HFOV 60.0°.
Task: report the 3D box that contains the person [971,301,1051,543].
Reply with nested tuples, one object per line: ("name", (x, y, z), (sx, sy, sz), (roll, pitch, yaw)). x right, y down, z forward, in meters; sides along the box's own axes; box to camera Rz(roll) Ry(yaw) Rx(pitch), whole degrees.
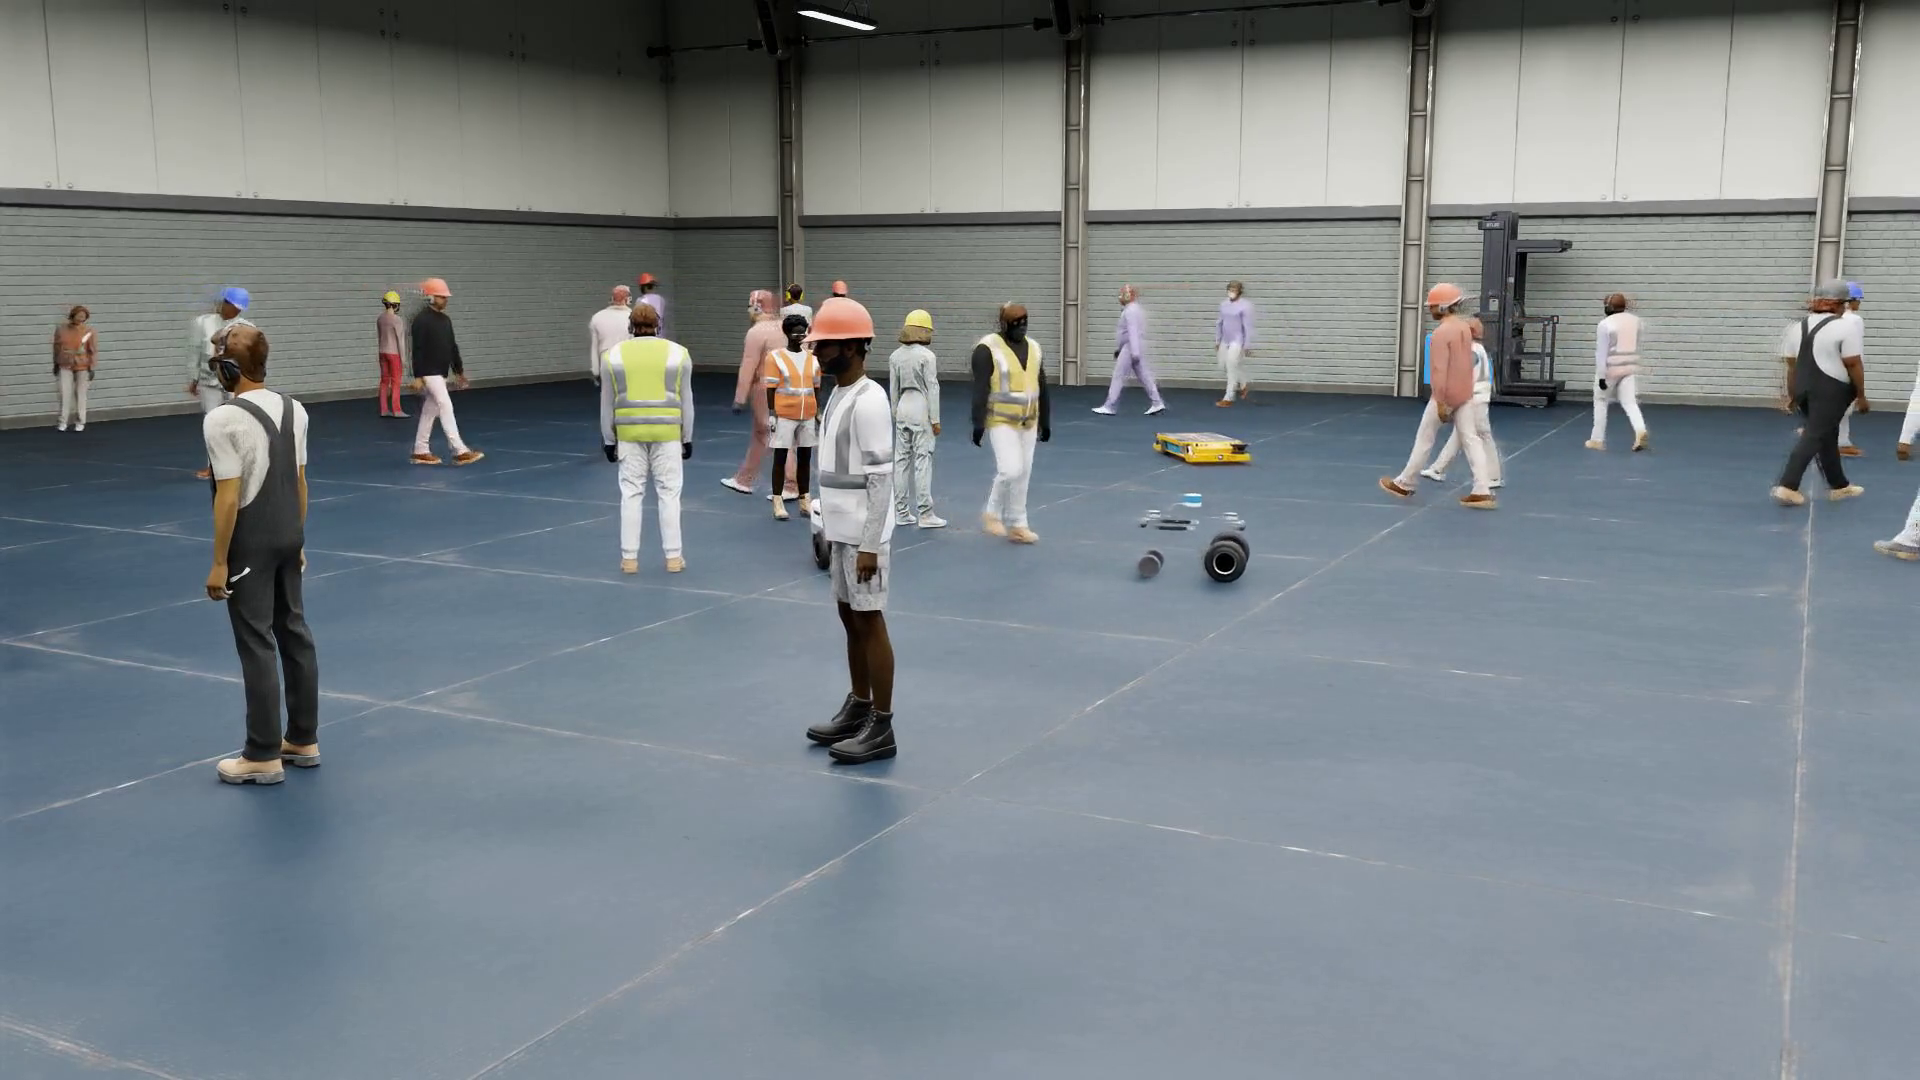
("person", (0.409, -0.870, 12.447), (0.720, 1.819, 0.439), (-7, 12, -38))

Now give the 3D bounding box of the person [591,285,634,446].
("person", (-3.738, -1.869, 18.408), (0.668, 1.889, 0.448), (1, 9, 5))

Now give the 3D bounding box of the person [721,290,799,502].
("person", (-1.824, -1.286, 14.871), (0.951, 1.860, 0.666), (4, 10, 21))

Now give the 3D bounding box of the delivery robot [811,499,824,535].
("delivery robot", (-0.822, -0.151, 11.752), (0.477, 0.478, 0.707), (-3, 10, -18))

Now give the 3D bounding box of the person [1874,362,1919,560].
("person", (6.783, -0.739, 11.567), (0.602, 1.851, 0.814), (-4, 10, -25))

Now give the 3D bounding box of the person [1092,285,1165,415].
("person", (2.447, -2.698, 23.659), (1.028, 1.854, 0.647), (2, 10, 15))

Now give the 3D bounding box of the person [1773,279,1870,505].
("person", (7.630, -1.322, 14.701), (1.062, 2.000, 0.683), (-2, 9, -11))

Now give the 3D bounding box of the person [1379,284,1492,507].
("person", (4.238, -1.267, 14.571), (0.623, 1.930, 1.076), (-8, 12, -40))

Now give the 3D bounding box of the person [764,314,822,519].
("person", (-1.376, -1.029, 13.833), (0.532, 1.693, 0.319), (-6, 11, -33))

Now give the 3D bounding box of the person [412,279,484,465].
("person", (-5.400, -1.757, 17.494), (0.961, 1.948, 0.638), (2, 9, 10))

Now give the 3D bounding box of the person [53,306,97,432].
("person", (-11.222, -2.163, 21.095), (0.573, 1.595, 0.497), (-2, 10, -15))

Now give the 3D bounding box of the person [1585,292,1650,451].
("person", (7.524, -1.915, 18.960), (0.628, 1.810, 0.871), (-3, 10, -16))

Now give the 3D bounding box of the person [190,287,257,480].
("person", (-7.262, -1.539, 16.391), (0.710, 1.894, 0.392), (-1, 9, -4))

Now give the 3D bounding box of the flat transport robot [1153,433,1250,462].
("flat transport robot", (2.652, -1.037, 18.384), (0.652, 0.197, 1.431), (-2, 9, -10))

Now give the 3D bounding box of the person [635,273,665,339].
("person", (-5.137, -3.458, 27.834), (0.877, 2.015, 0.611), (8, 12, 40))

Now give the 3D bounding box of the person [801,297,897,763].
("person", (-0.466, -0.043, 7.000), (0.379, 1.937, 0.548), (-3, 10, -19))

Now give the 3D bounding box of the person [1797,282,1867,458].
("person", (9.602, -1.857, 18.211), (0.728, 1.931, 0.619), (0, 9, 1))

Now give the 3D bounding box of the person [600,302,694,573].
("person", (-2.130, -0.698, 11.381), (0.633, 1.835, 0.429), (-1, 9, -6))

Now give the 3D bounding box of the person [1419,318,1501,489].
("person", (4.731, -1.286, 15.681), (0.848, 1.595, 0.529), (3, 10, 20))

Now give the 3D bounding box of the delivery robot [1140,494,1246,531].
("delivery robot", (1.579, -0.196, 11.240), (0.698, 0.223, 0.335), (2, 9, 13))

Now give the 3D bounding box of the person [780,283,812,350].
("person", (-2.299, -2.645, 23.254), (0.521, 1.873, 0.335), (-6, 11, -32))

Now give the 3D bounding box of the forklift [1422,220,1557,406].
("forklift", (8.245, -3.527, 25.720), (1.873, 2.768, 1.129), (5, 10, 27))

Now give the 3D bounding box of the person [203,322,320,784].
("person", (-2.836, 0.049, 6.721), (0.345, 1.845, 0.508), (3, 10, 18))

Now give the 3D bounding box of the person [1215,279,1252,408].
("person", (4.167, -2.963, 25.073), (0.607, 1.919, 0.642), (-6, 11, -32))

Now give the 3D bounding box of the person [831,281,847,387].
("person", (-1.812, -2.907, 24.875), (0.559, 1.918, 0.867), (-4, 10, -22))

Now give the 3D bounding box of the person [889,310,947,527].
("person", (-0.341, -0.978, 13.389), (0.484, 1.735, 0.309), (8, 12, 39))

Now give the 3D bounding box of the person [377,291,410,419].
("person", (-7.919, -2.583, 23.233), (0.521, 1.758, 0.349), (6, 11, 34))
